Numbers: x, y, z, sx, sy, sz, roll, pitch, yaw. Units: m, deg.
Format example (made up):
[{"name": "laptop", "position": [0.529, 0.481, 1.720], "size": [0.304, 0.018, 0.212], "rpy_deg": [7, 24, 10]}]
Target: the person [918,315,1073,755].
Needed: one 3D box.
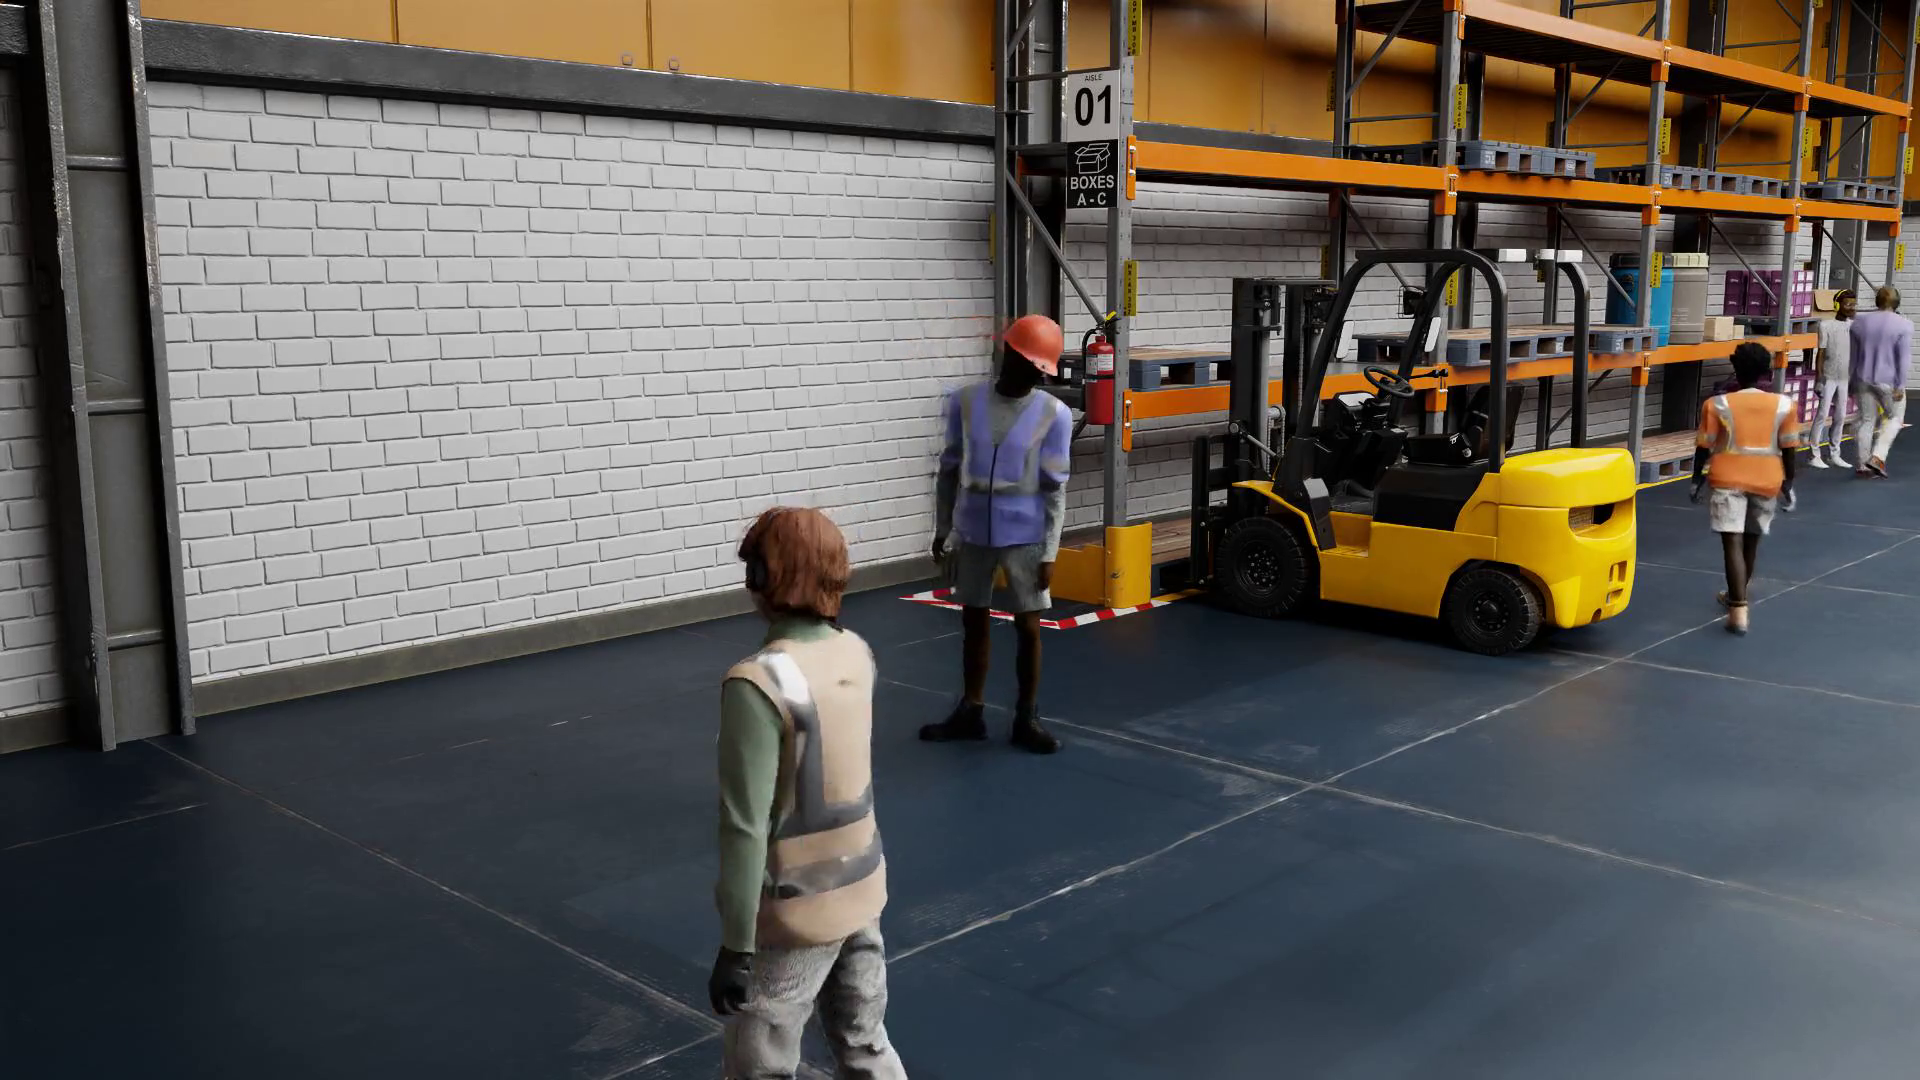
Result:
[{"name": "person", "position": [0.115, -0.008, 7.075], "size": [0.712, 1.889, 0.379], "rpy_deg": [3, 10, 19]}]

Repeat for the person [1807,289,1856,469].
[{"name": "person", "position": [9.107, -1.665, 17.284], "size": [0.514, 1.862, 0.325], "rpy_deg": [-3, 10, -15]}]

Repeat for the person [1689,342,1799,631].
[{"name": "person", "position": [4.549, -0.322, 9.678], "size": [0.553, 1.647, 0.890], "rpy_deg": [1, 9, 7]}]

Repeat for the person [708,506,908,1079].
[{"name": "person", "position": [-0.287, 0.751, 3.276], "size": [0.412, 1.632, 0.568], "rpy_deg": [4, 10, 23]}]

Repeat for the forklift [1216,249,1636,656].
[{"name": "forklift", "position": [2.710, -0.584, 9.626], "size": [2.313, 2.155, 1.214], "rpy_deg": [9, 13, 43]}]

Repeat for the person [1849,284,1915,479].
[{"name": "person", "position": [9.042, -1.544, 16.363], "size": [0.426, 1.925, 0.632], "rpy_deg": [-7, 11, -35]}]
